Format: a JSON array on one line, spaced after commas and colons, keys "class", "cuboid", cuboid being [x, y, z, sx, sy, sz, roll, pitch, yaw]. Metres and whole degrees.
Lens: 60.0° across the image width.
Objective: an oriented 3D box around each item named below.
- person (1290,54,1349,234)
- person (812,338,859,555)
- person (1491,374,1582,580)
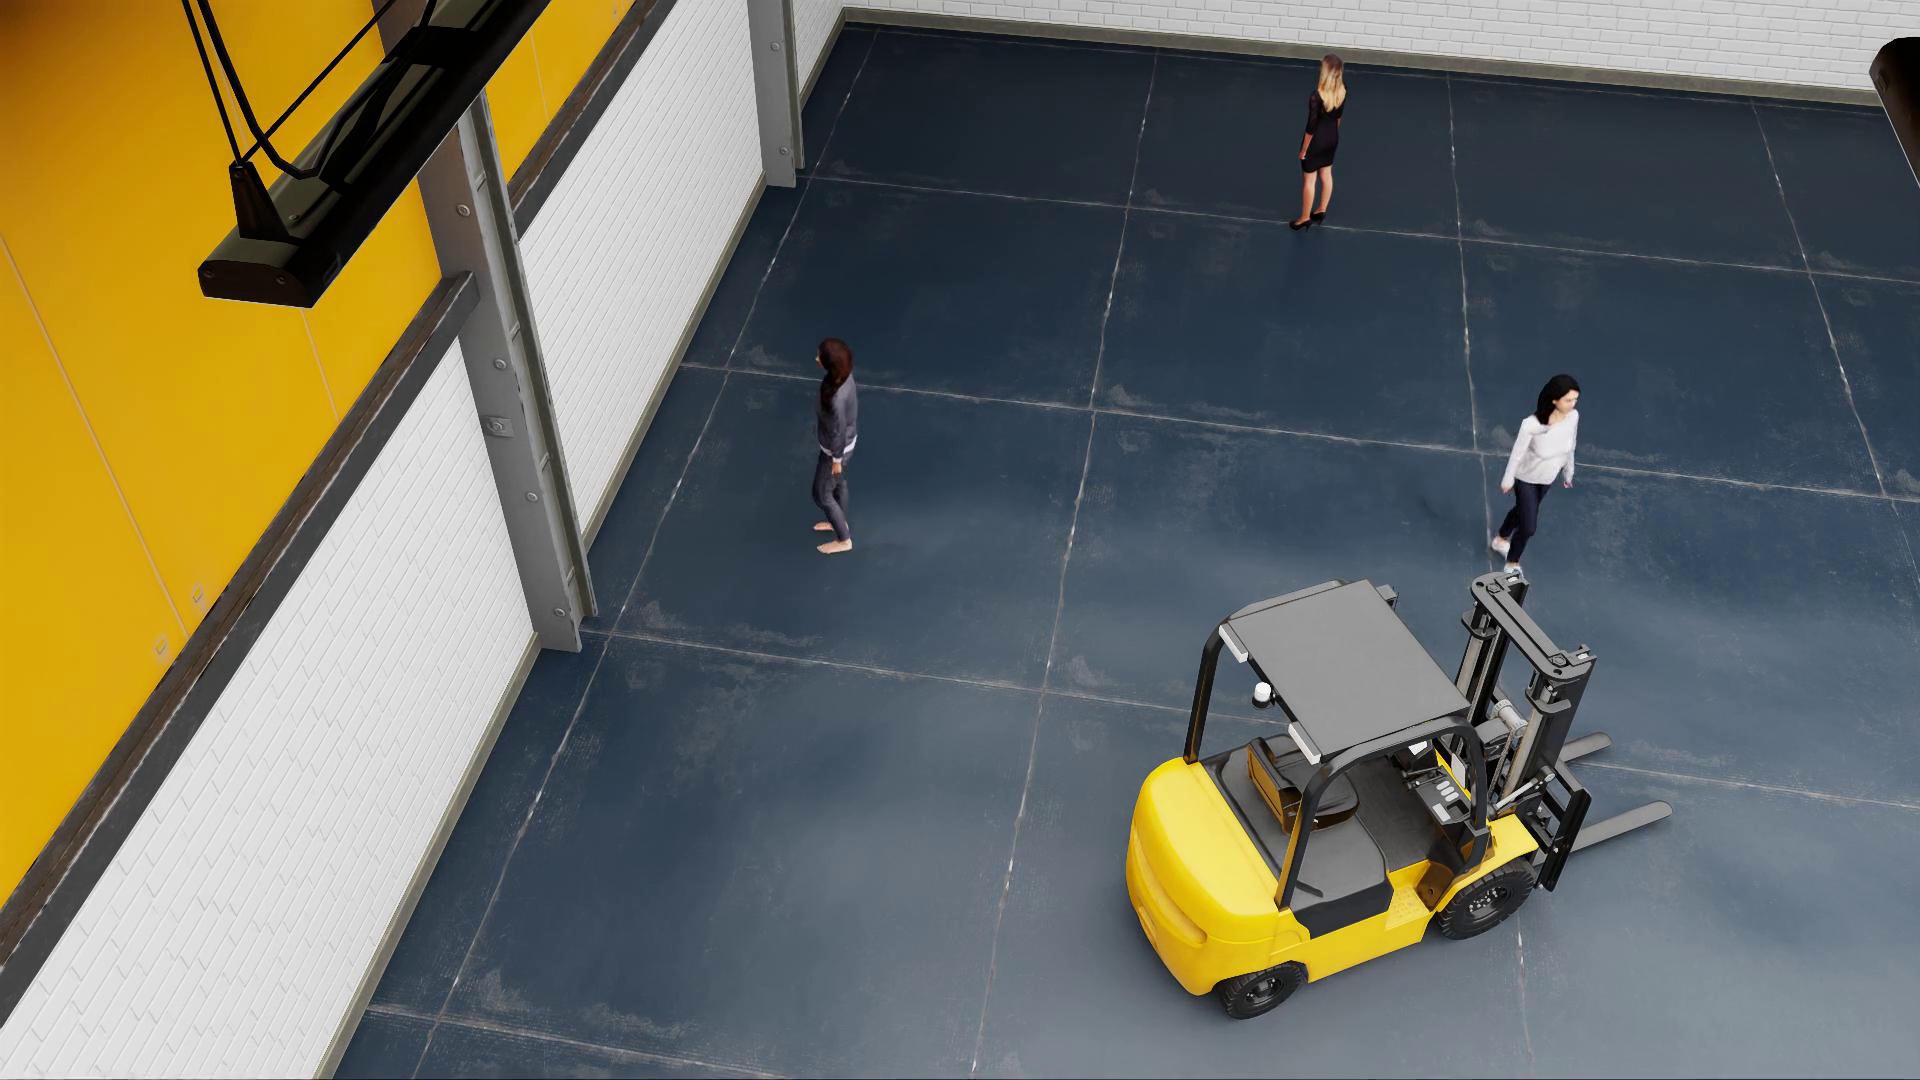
[{"class": "person", "cuboid": [3.154, -3.462, 14.547, 0.609, 1.676, 0.659, -24, 48, -23]}, {"class": "person", "cuboid": [-0.811, -0.686, 11.568, 0.738, 1.765, 0.592, 0, 44, 0]}, {"class": "person", "cuboid": [3.893, -0.496, 11.428, 0.818, 1.685, 0.886, -20, 47, -19]}]
